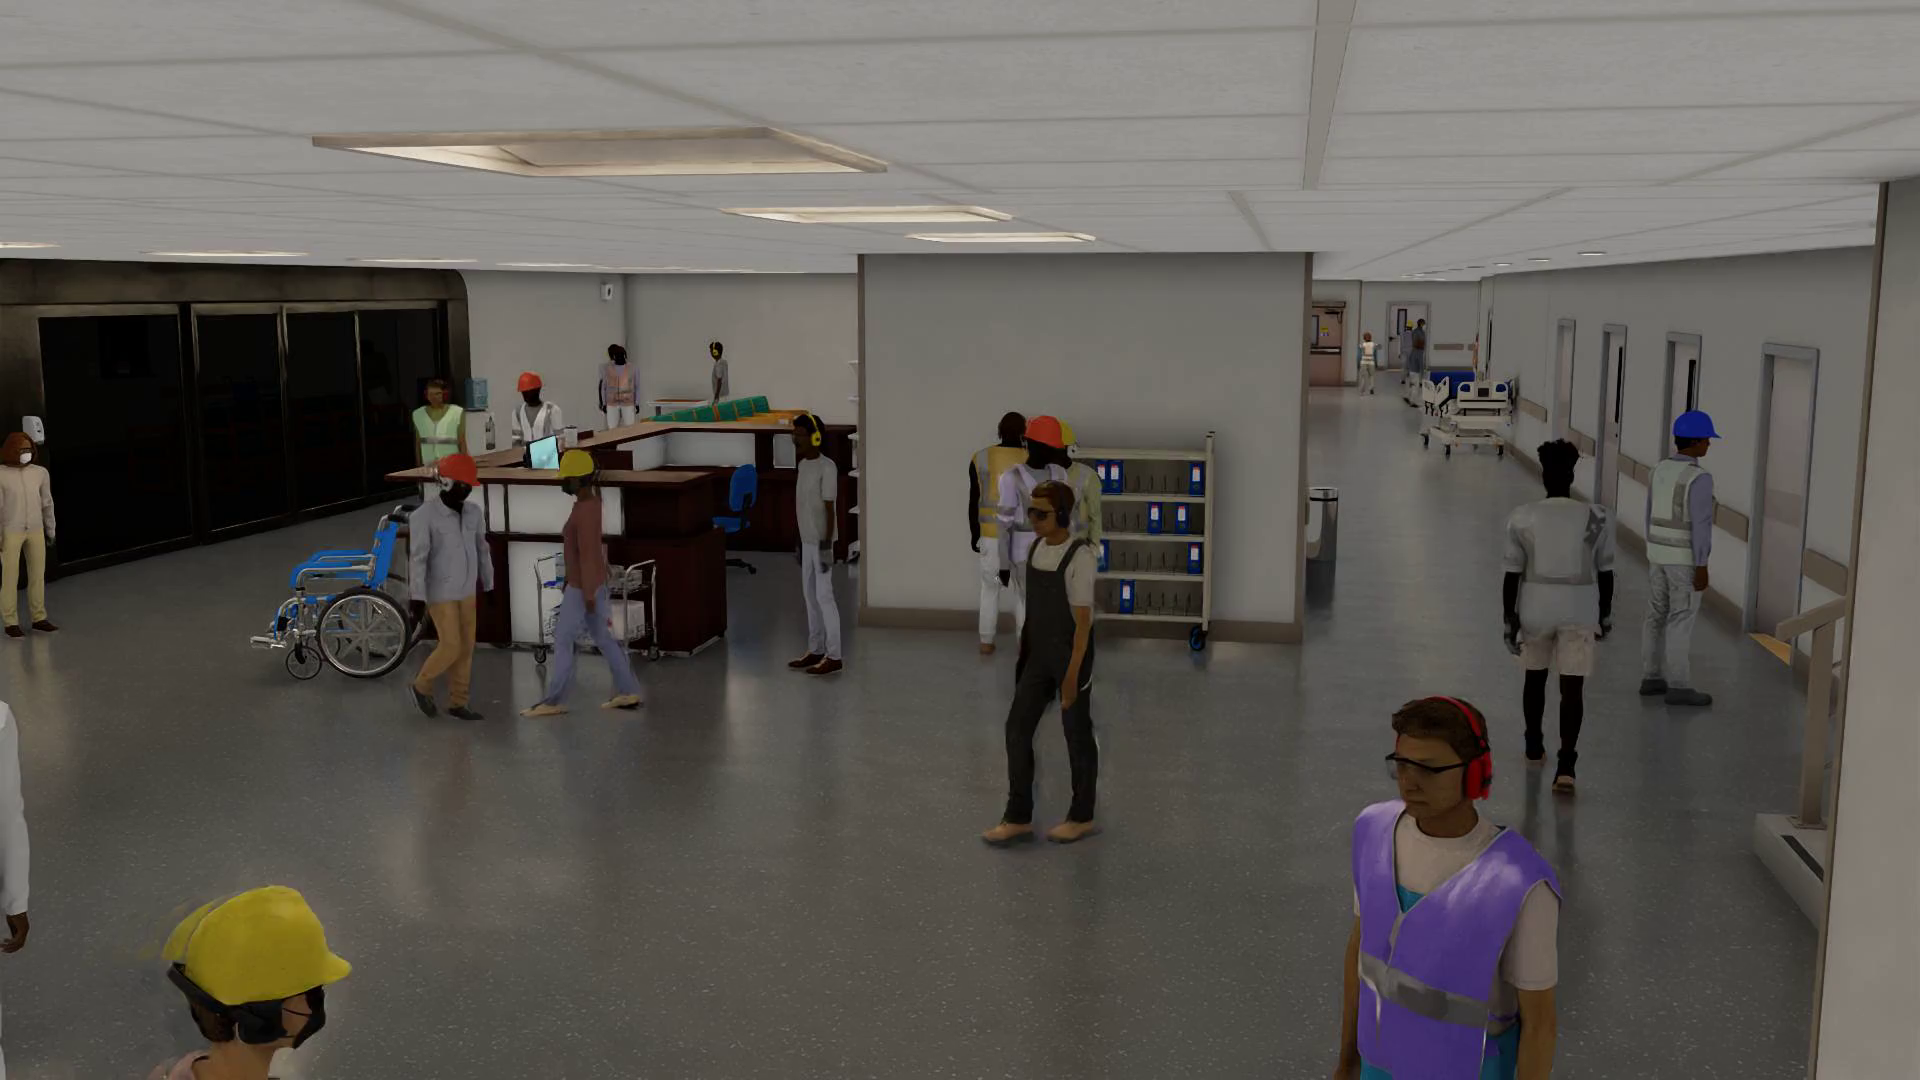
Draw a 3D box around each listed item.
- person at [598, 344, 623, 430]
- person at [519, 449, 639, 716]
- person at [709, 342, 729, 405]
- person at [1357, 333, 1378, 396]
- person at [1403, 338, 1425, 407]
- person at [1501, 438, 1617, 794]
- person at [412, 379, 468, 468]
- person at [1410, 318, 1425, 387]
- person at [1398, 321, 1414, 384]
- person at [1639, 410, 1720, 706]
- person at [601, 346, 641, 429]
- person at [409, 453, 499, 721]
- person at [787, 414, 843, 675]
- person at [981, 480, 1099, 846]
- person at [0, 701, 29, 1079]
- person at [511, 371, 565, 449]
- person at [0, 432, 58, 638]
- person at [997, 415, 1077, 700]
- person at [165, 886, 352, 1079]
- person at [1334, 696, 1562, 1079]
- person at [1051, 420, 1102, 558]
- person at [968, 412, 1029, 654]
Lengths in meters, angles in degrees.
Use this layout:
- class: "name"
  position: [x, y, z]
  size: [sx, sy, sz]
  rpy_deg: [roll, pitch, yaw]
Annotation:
- class: "person"
  position: [-5.644, -2.262, 27.120]
  size: [0.520, 1.858, 0.333]
  rpy_deg: [0, 9, 1]
- class: "person"
  position: [-2.446, 0.272, 10.721]
  size: [0.753, 1.733, 0.553]
  rpy_deg: [0, 9, -3]
- class: "person"
  position: [-4.056, -2.397, 27.980]
  size: [0.328, 1.865, 0.521]
  rpy_deg: [1, 9, 6]
- class: "person"
  position: [10.505, -4.531, 42.903]
  size: [0.557, 1.630, 0.346]
  rpy_deg: [0, 9, 0]
- class: "person"
  position: [10.585, -3.878, 38.622]
  size: [0.361, 1.611, 0.562]
  rpy_deg: [-2, 9, -12]
- class: "person"
  position: [3.299, 0.399, 9.204]
  size: [0.600, 1.931, 0.975]
  rpy_deg: [3, 9, 21]
- class: "person"
  position: [-5.477, -0.810, 17.616]
  size: [0.579, 1.812, 0.782]
  rpy_deg: [0, 9, -3]
- class: "person"
  position: [12.879, -5.253, 46.721]
  size: [0.386, 1.931, 0.632]
  rpy_deg: [7, 11, 41]
- class: "person"
  position: [12.975, -5.408, 48.064]
  size: [0.600, 1.827, 0.404]
  rpy_deg: [5, 10, 29]
- class: "person"
  position: [4.780, 0.113, 11.036]
  size: [0.406, 1.947, 0.606]
  rpy_deg: [-1, 9, -9]
- class: "person"
  position: [-5.419, -2.176, 26.578]
  size: [0.621, 1.845, 0.429]
  rpy_deg: [0, 9, -2]
- class: "person"
  position: [-3.209, 0.309, 10.481]
  size: [0.453, 1.721, 0.600]
  rpy_deg: [4, 10, 26]
- class: "person"
  position: [-1.038, 0.030, 11.891]
  size: [0.324, 1.862, 0.512]
  rpy_deg: [-5, 10, -31]
- class: "person"
  position: [0.401, 0.620, 8.078]
  size: [0.756, 1.817, 0.530]
  rpy_deg: [-7, 11, -38]
- class: "person"
  position: [-3.050, 1.078, 4.891]
  size: [0.568, 1.878, 0.351]
  rpy_deg: [-4, 9, -25]
- class: "person"
  position: [-4.375, -0.777, 17.118]
  size: [0.560, 1.894, 0.855]
  rpy_deg: [3, 9, 16]
- class: "person"
  position: [-7.419, -0.046, 13.180]
  size: [0.286, 1.627, 0.504]
  rpy_deg: [5, 10, 31]
- class: "person"
  position: [0.570, 0.122, 11.146]
  size: [0.538, 1.902, 0.708]
  rpy_deg: [-7, 11, -40]
- class: "person"
  position: [-1.143, 1.438, 2.943]
  size: [0.870, 1.721, 0.551]
  rpy_deg: [-8, 12, -42]
- class: "person"
  position: [1.098, 1.252, 3.821]
  size: [0.376, 1.843, 0.573]
  rpy_deg: [-5, 10, -31]
- class: "person"
  position: [0.692, 0.070, 11.708]
  size: [0.600, 1.829, 0.404]
  rpy_deg: [4, 9, 25]
- class: "person"
  position: [0.377, -0.045, 12.489]
  size: [0.629, 1.837, 0.429]
  rpy_deg: [1, 9, 8]
